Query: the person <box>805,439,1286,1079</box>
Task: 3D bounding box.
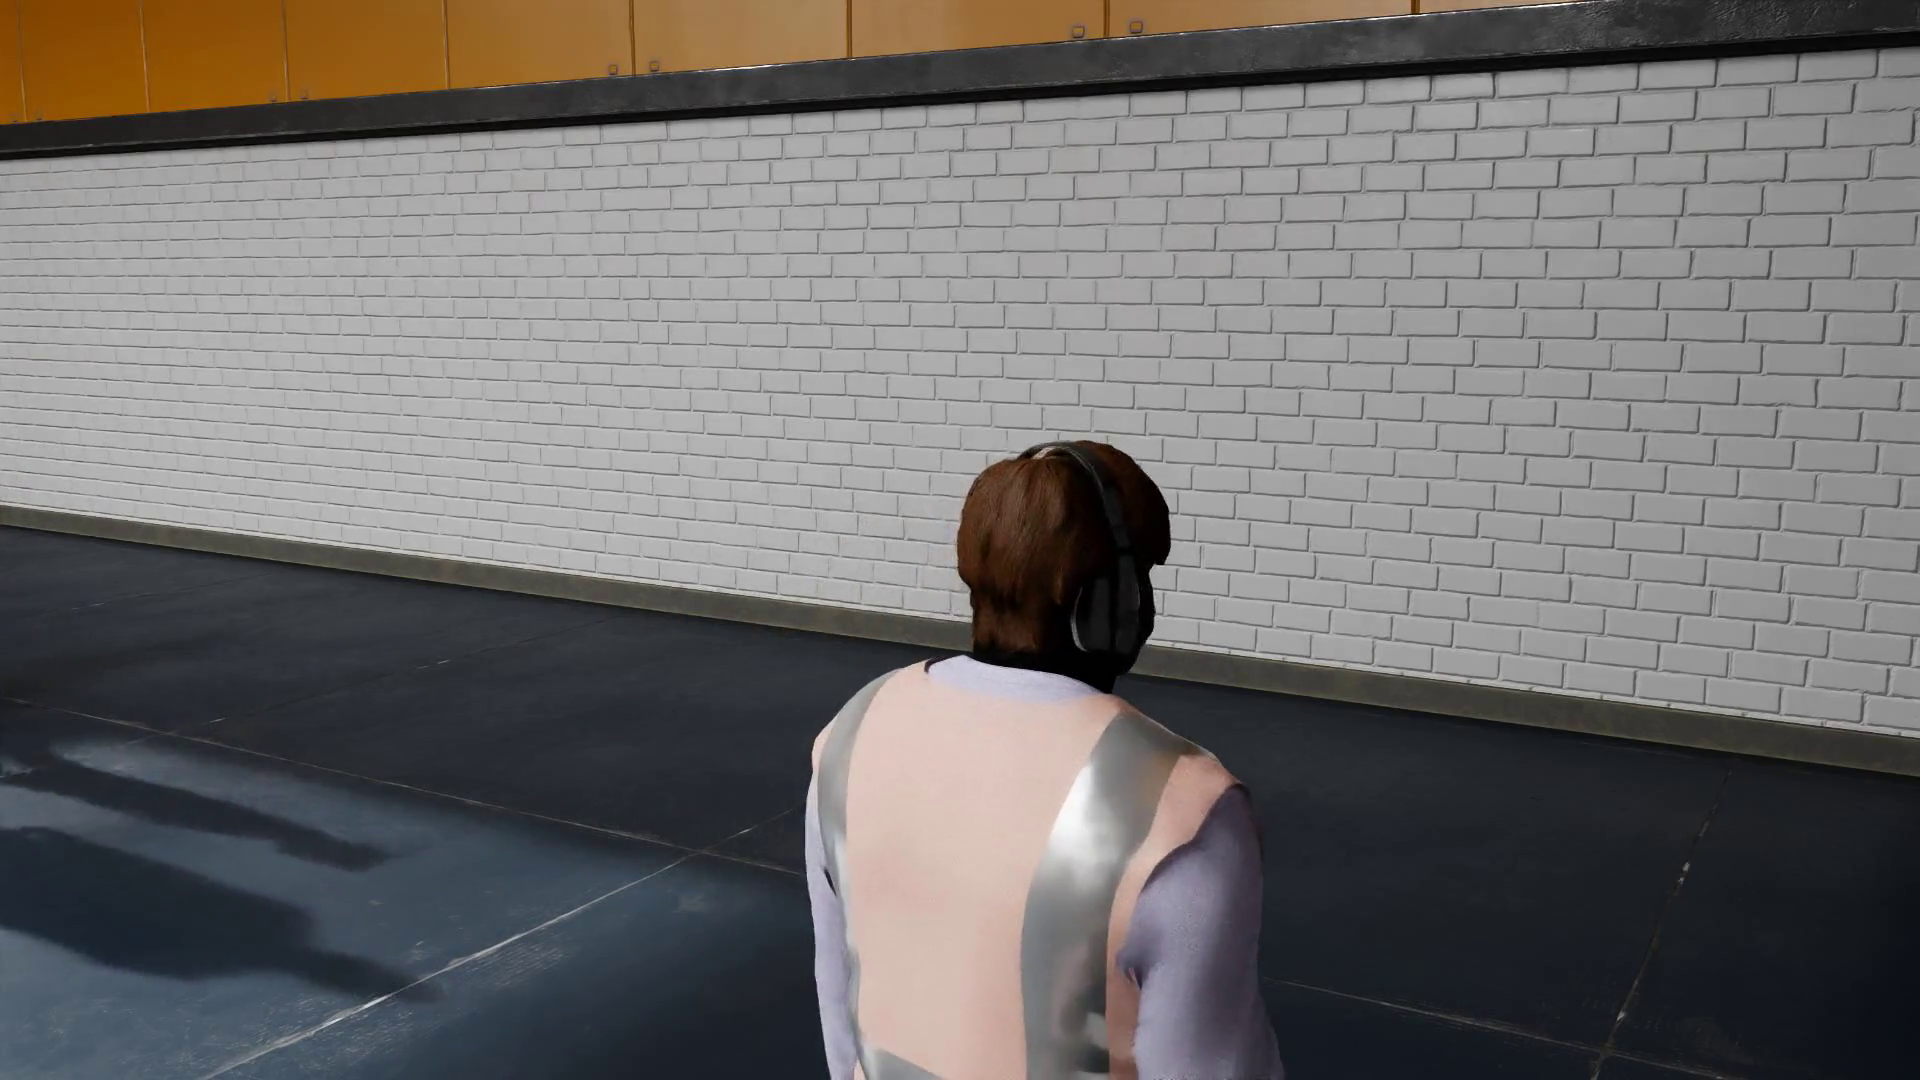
[{"bbox_3d":[0.108,0.804,1.928,0.429,1.842,0.631,-9,13,-44],"label":"person"}]
